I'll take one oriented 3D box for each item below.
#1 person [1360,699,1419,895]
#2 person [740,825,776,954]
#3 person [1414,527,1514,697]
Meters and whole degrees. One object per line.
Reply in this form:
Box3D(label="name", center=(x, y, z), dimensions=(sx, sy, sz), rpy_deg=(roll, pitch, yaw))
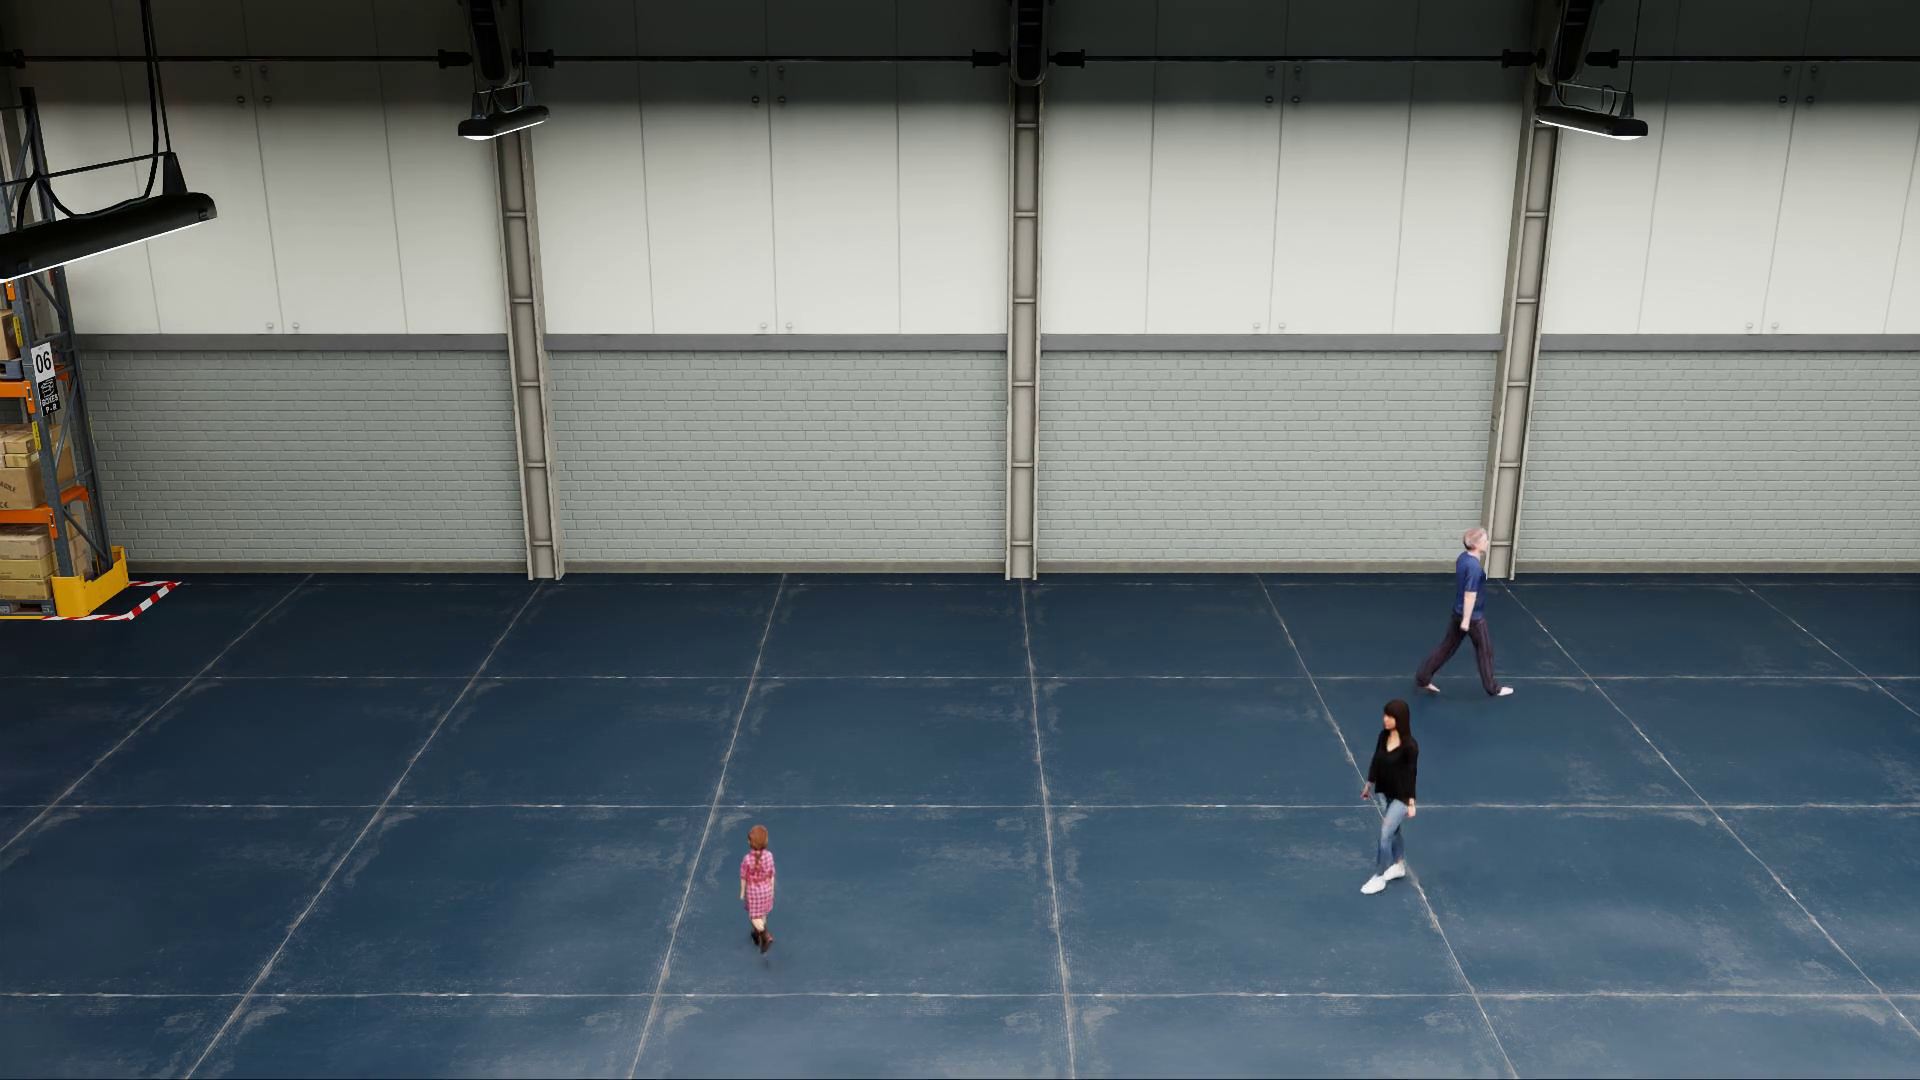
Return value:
Box3D(label="person", center=(3.592, 2.046, 13.507), dimensions=(0.901, 1.629, 0.790), rpy_deg=(-9, 20, -26))
Box3D(label="person", center=(-1.528, 2.659, 12.621), dimensions=(0.648, 1.011, 0.659), rpy_deg=(-11, 21, -29))
Box3D(label="person", center=(5.121, 0.782, 17.085), dimensions=(1.214, 1.816, 0.680), rpy_deg=(1, 18, 2))
